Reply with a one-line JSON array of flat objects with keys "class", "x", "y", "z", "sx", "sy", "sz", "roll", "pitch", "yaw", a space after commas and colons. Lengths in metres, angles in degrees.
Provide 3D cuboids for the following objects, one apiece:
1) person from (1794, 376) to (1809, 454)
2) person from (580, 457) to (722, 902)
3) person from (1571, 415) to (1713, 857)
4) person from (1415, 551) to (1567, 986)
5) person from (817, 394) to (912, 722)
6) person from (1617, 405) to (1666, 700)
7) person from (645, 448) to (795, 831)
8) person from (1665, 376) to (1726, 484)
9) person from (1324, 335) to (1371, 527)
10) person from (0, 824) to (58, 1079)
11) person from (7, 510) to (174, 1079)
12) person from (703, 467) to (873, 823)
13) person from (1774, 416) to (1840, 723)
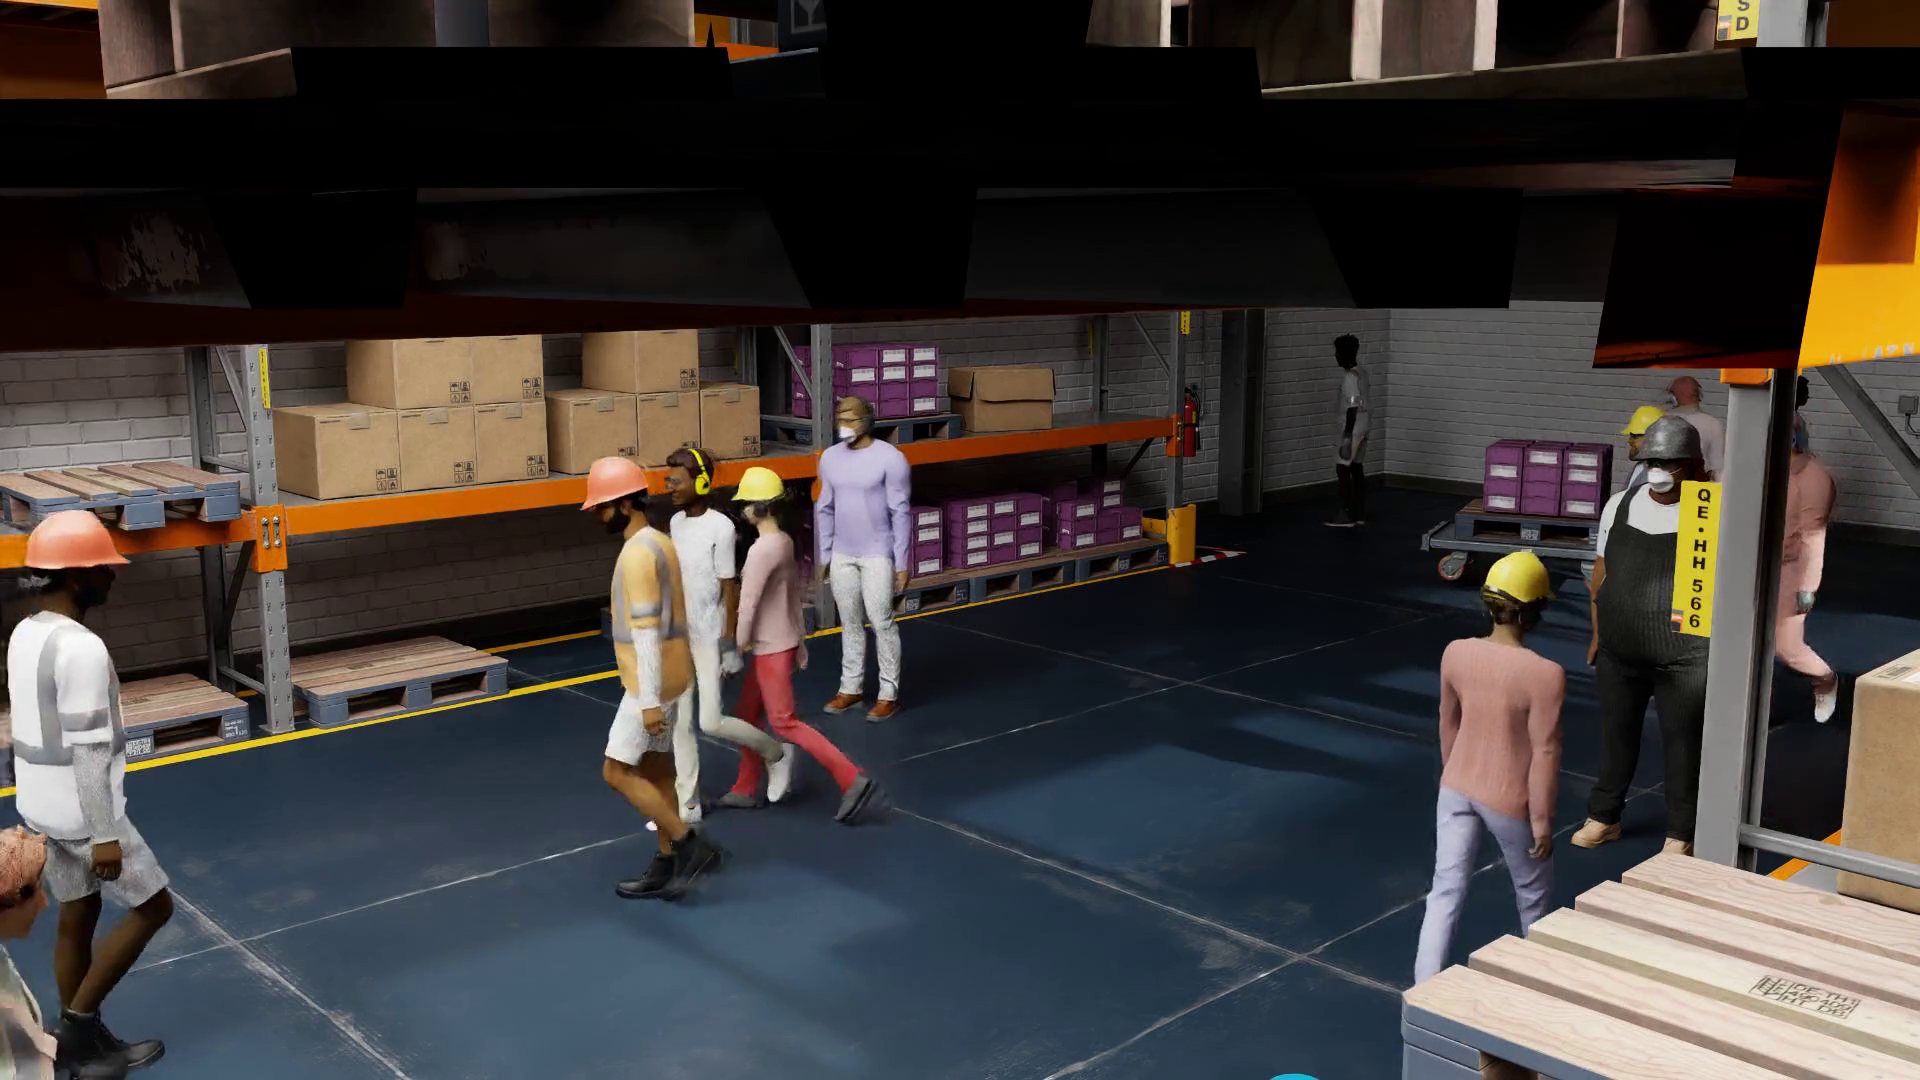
[{"class": "person", "x": 7.298, "y": -0.601, "z": 14.665, "sx": 0.316, "sy": 1.696, "sz": 0.540, "roll": 3, "pitch": 10, "yaw": 19}, {"class": "person", "x": -1.348, "y": 0.599, "z": 7.029, "sx": 0.481, "sy": 1.904, "sz": 0.585, "roll": 0, "pitch": 10, "yaw": 0}, {"class": "person", "x": 3.131, "y": 0.453, "z": 7.489, "sx": 0.537, "sy": 2.000, "sz": 0.675, "roll": -9, "pitch": 13, "yaw": -43}, {"class": "person", "x": 1.933, "y": 0.887, "z": 5.857, "sx": 0.886, "sy": 1.714, "sz": 0.546, "roll": -7, "pitch": 12, "yaw": -35}, {"class": "person", "x": -0.570, "y": 0.099, "z": 9.865, "sx": 0.631, "sy": 1.939, "sz": 0.365, "roll": 6, "pitch": 11, "yaw": 32}, {"class": "person", "x": 4.260, "y": 0.077, "z": 10.339, "sx": 0.404, "sy": 1.825, "sz": 0.587, "roll": 1, "pitch": 10, "yaw": 6}, {"class": "person", "x": -1.189, "y": 0.465, "z": 8.022, "sx": 0.696, "sy": 1.840, "sz": 0.523, "roll": -8, "pitch": 13, "yaw": -40}, {"class": "person", "x": 5.382, "y": -0.294, "z": 12.413, "sx": 0.918, "sy": 1.859, "sz": 0.678, "roll": -6, "pitch": 12, "yaw": -33}, {"class": "person", "x": 3.957, "y": -1.095, "z": 16.853, "sx": 0.387, "sy": 1.948, "sz": 0.664, "roll": 4, "pitch": 11, "yaw": 25}, {"class": "person", "x": -1.915, "y": 1.354, "z": 3.453, "sx": 0.784, "sy": 1.603, "sz": 0.526, "roll": -6, "pitch": 11, "yaw": -30}, {"class": "person", "x": -2.843, "y": 0.861, "z": 5.434, "sx": 0.572, "sy": 1.924, "sz": 0.397, "roll": 8, "pitch": 13, "yaw": 41}, {"class": "person", "x": -0.841, "y": 0.507, "z": 8.059, "sx": 0.816, "sy": 1.736, "sz": 0.517, "roll": 1, "pitch": 10, "yaw": 5}, {"class": "person", "x": 4.696, "y": 0.189, "z": 9.501, "sx": 0.696, "sy": 1.880, "sz": 0.644, "roll": -4, "pitch": 10, "yaw": -20}]
